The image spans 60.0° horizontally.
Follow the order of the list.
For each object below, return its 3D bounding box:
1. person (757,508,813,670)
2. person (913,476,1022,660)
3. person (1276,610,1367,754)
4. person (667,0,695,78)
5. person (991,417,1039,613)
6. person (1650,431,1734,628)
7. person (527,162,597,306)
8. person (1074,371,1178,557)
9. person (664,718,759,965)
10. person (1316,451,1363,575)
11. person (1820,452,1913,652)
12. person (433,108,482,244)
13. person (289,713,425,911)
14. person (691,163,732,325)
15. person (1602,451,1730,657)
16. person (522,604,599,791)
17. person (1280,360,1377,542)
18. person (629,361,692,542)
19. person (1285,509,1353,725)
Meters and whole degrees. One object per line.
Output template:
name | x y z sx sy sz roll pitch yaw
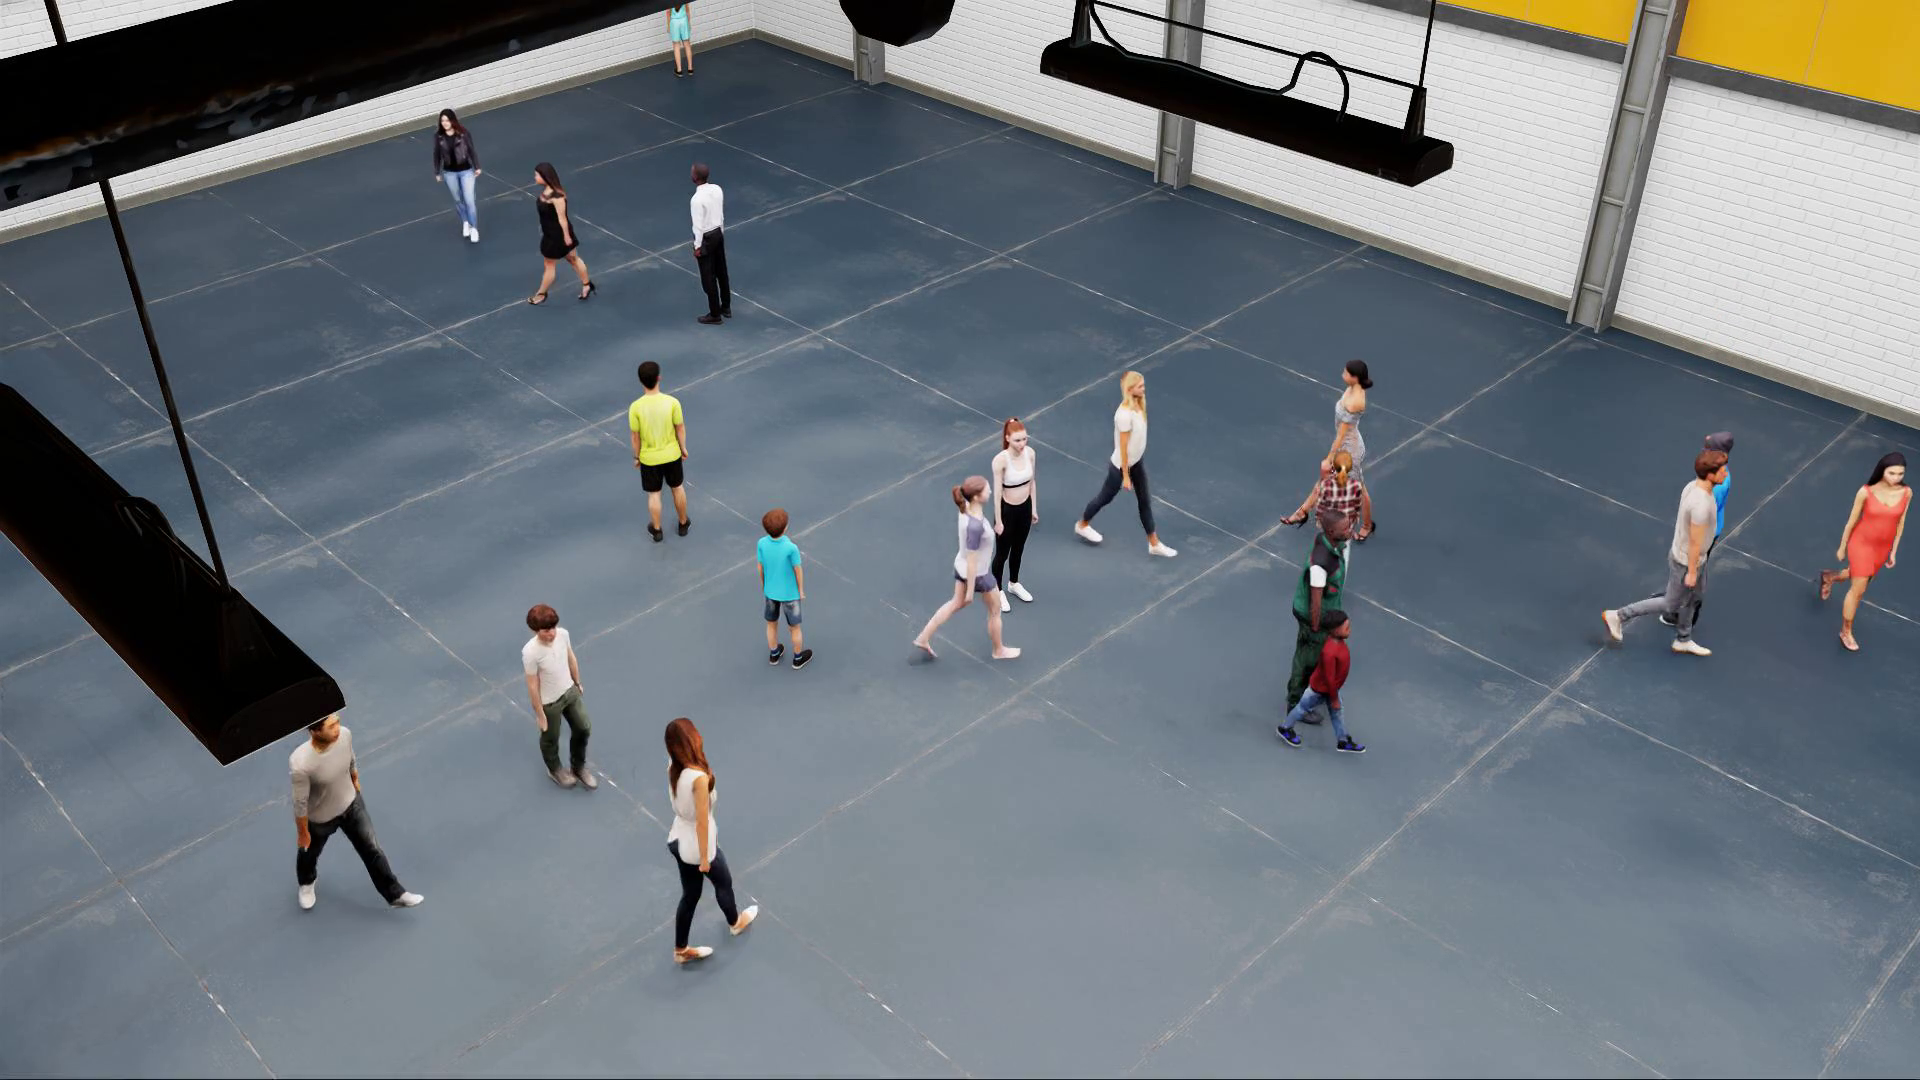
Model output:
person | -1.420 0.379 13.188 0.546 1.449 0.653 11 35 16
person | 0.011 0.258 13.114 0.975 1.732 1.098 -9 35 -14
person | 2.647 1.057 12.366 0.948 1.227 0.661 17 37 24
person | -4.331 -7.948 25.616 0.628 1.558 0.650 -13 36 -18
person | 0.436 -0.225 13.833 0.622 1.740 0.573 -21 39 -29
person | 6.074 -0.088 13.581 0.750 1.790 0.715 6 34 9
person | -4.418 -3.432 18.713 0.987 1.679 1.055 -10 35 -14
person | 1.353 -0.655 14.462 1.262 1.759 0.864 16 37 22
person | -1.723 1.983 10.516 0.731 1.733 0.822 -20 38 -27
person | 3.228 -0.156 14.135 0.856 1.290 0.859 6 34 8
person | 7.352 0.016 13.518 1.015 1.687 1.104 -1 34 -1
person | -6.143 -4.521 20.401 0.892 1.622 0.956 -3 34 -5
person | -4.183 1.741 10.876 1.262 1.738 0.958 21 39 28
person | -2.756 -3.272 18.330 0.627 1.836 0.689 18 37 25
person | 5.686 0.131 13.176 1.212 1.874 0.930 13 36 19
person | -2.953 1.094 11.937 0.693 1.642 0.646 26 41 33
person | 3.506 -0.731 14.557 1.162 1.781 1.029 4 34 6
person | -2.652 -0.782 14.701 0.700 1.707 0.683 -9 35 -14
person | 2.700 0.547 12.583 0.760 1.838 0.776 10 35 15
